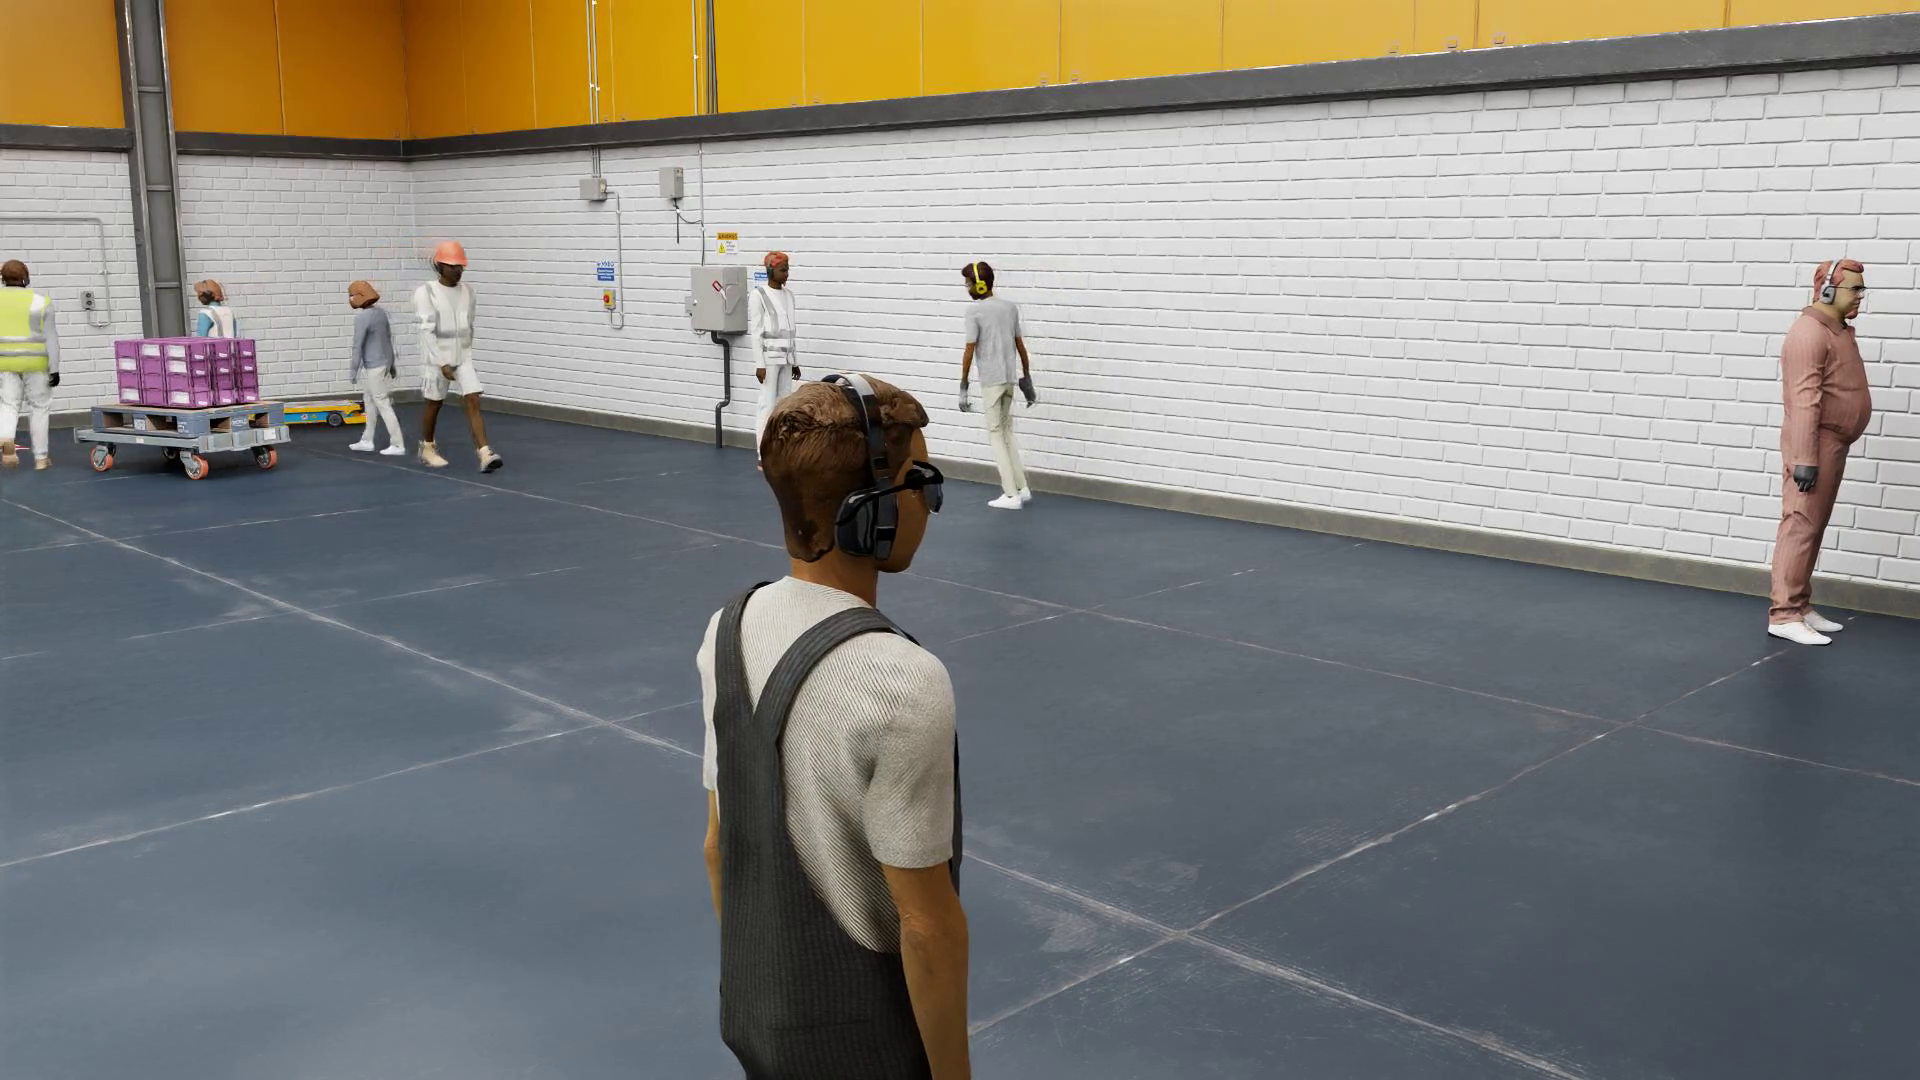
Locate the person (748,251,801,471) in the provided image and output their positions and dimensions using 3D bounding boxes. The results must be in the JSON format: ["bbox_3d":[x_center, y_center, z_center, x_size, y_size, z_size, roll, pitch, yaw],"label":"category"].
[{"bbox_3d":[-1.578,-1.531,14.323,0.355,1.884,0.575,6,12,29],"label":"person"}]

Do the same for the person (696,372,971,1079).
[{"bbox_3d":[-0.153,0.692,2.303,0.344,1.846,0.507,-9,14,-41],"label":"person"}]

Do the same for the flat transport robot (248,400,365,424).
[{"bbox_3d":[-7.036,-1.346,17.713,1.431,0.197,0.652,-5,12,-26],"label":"flat transport robot"}]

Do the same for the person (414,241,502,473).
[{"bbox_3d":[-4.359,-1.550,14.214,0.586,1.974,1.144,-10,14,-43],"label":"person"}]

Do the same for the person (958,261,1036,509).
[{"bbox_3d":[0.267,-1.141,12.335,0.544,1.831,0.518,-10,14,-43],"label":"person"}]

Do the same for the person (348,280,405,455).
[{"bbox_3d":[-5.476,-1.578,15.305,0.724,1.600,0.518,1,10,8],"label":"person"}]

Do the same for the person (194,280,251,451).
[{"bbox_3d":[-7.038,-1.625,15.581,0.828,1.599,0.526,0,10,2],"label":"person"}]

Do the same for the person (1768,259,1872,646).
[{"bbox_3d":[4.311,-0.441,8.321,0.407,1.905,0.655,8,13,36],"label":"person"}]

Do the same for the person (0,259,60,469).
[{"bbox_3d":[-8.047,-1.480,14.221,0.644,1.822,0.677,-3,11,-17],"label":"person"}]
